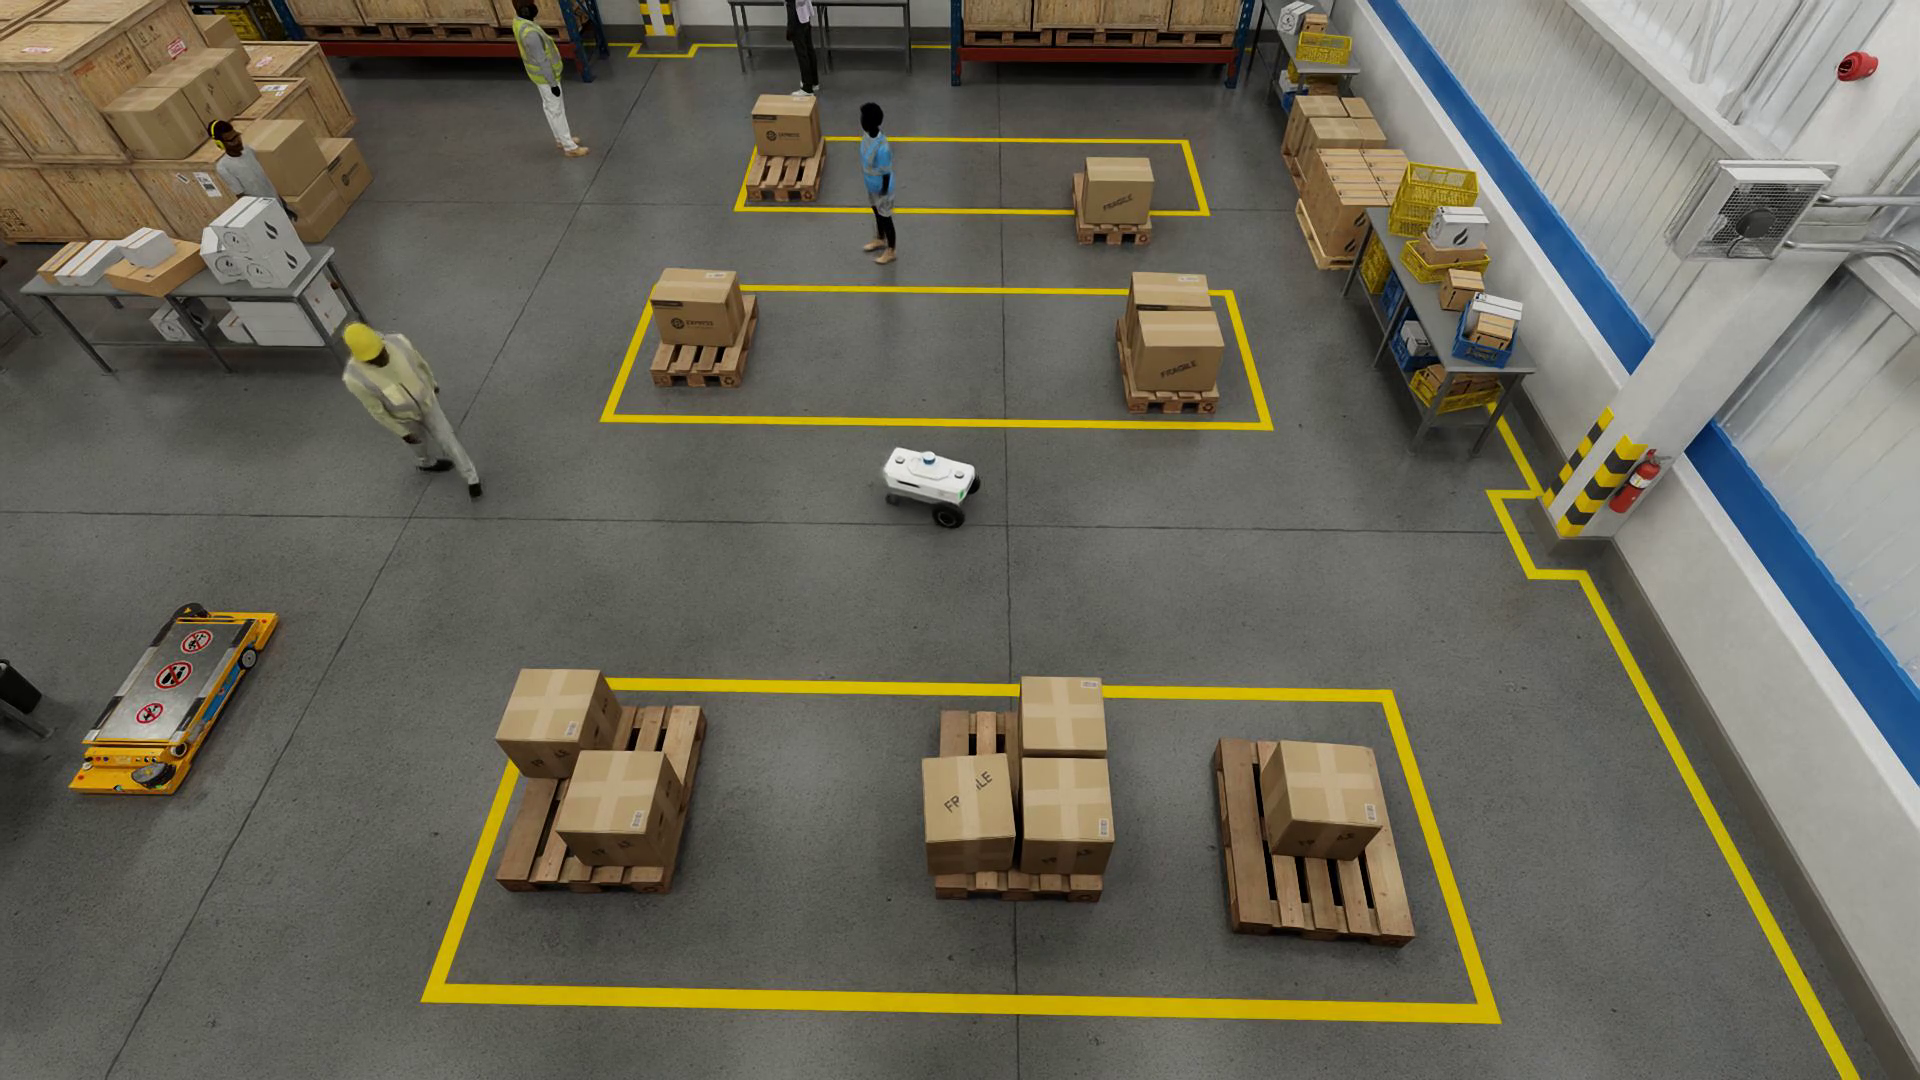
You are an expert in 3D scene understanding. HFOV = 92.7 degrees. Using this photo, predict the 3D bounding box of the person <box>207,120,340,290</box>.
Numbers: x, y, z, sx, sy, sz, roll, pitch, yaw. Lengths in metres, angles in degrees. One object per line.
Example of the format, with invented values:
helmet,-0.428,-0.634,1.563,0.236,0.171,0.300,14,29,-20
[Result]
person,-6.766,-3.203,9.019,0.317,1.870,0.523,2,50,2

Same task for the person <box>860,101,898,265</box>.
person,-0.858,-3.705,9.556,0.317,1.695,0.540,-20,53,-16

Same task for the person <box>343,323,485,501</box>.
person,-4.375,-1.059,7.278,0.783,1.772,0.614,30,56,23

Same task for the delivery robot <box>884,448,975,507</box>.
delivery robot,-0.252,-0.524,7.549,0.707,0.478,0.477,15,51,12

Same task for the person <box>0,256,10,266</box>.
person,-10.693,-3.745,9.480,0.894,1.860,0.680,9,50,8

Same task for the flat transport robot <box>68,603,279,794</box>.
flat transport robot,-5.504,1.072,6.442,0.652,0.197,1.431,1,50,1

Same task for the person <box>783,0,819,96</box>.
person,-2.124,-6.865,12.090,0.392,1.914,0.587,12,51,10

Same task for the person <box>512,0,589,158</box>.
person,-4.980,-5.600,11.066,0.429,1.845,0.621,-26,55,-21
